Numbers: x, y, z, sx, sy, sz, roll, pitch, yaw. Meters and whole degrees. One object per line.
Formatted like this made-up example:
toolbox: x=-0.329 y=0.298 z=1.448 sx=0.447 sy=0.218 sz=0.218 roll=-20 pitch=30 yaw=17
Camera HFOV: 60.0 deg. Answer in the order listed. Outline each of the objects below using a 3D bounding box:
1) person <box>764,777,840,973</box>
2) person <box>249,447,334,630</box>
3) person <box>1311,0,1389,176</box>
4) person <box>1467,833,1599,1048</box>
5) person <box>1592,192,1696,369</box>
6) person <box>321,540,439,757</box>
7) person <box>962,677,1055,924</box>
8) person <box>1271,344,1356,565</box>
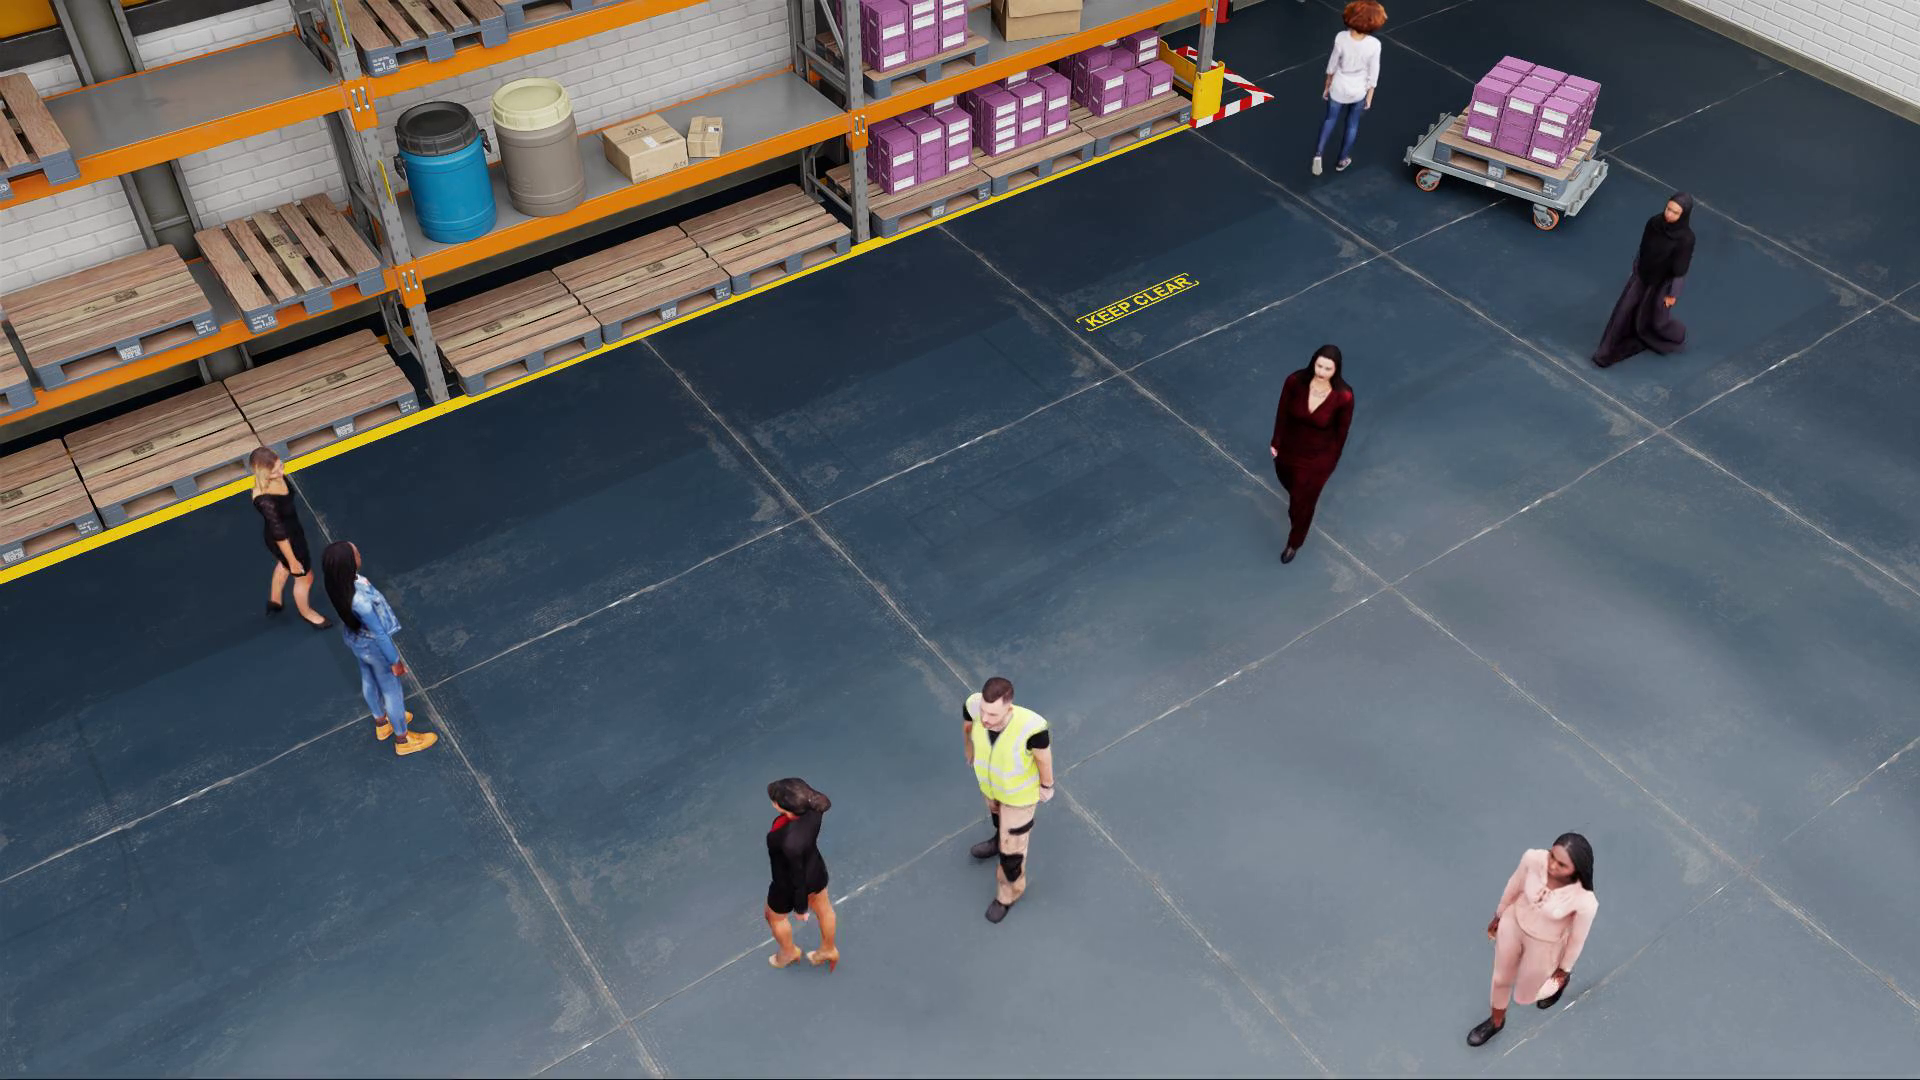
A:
person: x=-0.785 y=1.864 z=9.005 sx=0.807 sy=1.627 sz=0.743 roll=15 pitch=46 yaw=15
person: x=-4.460 y=-0.004 z=10.949 sx=0.851 sy=1.649 sz=0.769 roll=-18 pitch=46 yaw=-18
person: x=3.534 y=-4.083 z=15.201 sx=0.869 sy=1.689 sz=1.014 roll=20 pitch=47 yaw=19
person: x=3.060 y=2.069 z=8.731 sx=0.862 sy=1.708 sz=0.641 roll=-23 pitch=48 yaw=-23
person: x=5.578 y=-2.078 z=13.168 sx=1.053 sy=1.590 sz=0.695 roll=-20 pitch=47 yaw=-19
person: x=-3.618 y=0.653 z=10.214 sx=0.652 sy=1.712 sz=0.583 roll=34 pitch=53 yaw=30
person: x=0.302 y=1.326 z=9.431 sx=0.882 sy=1.817 sz=1.011 roll=29 pitch=51 yaw=27
person: x=2.443 y=-0.696 z=11.619 sx=0.924 sy=1.727 sz=1.156 roll=23 pitch=48 yaw=22
